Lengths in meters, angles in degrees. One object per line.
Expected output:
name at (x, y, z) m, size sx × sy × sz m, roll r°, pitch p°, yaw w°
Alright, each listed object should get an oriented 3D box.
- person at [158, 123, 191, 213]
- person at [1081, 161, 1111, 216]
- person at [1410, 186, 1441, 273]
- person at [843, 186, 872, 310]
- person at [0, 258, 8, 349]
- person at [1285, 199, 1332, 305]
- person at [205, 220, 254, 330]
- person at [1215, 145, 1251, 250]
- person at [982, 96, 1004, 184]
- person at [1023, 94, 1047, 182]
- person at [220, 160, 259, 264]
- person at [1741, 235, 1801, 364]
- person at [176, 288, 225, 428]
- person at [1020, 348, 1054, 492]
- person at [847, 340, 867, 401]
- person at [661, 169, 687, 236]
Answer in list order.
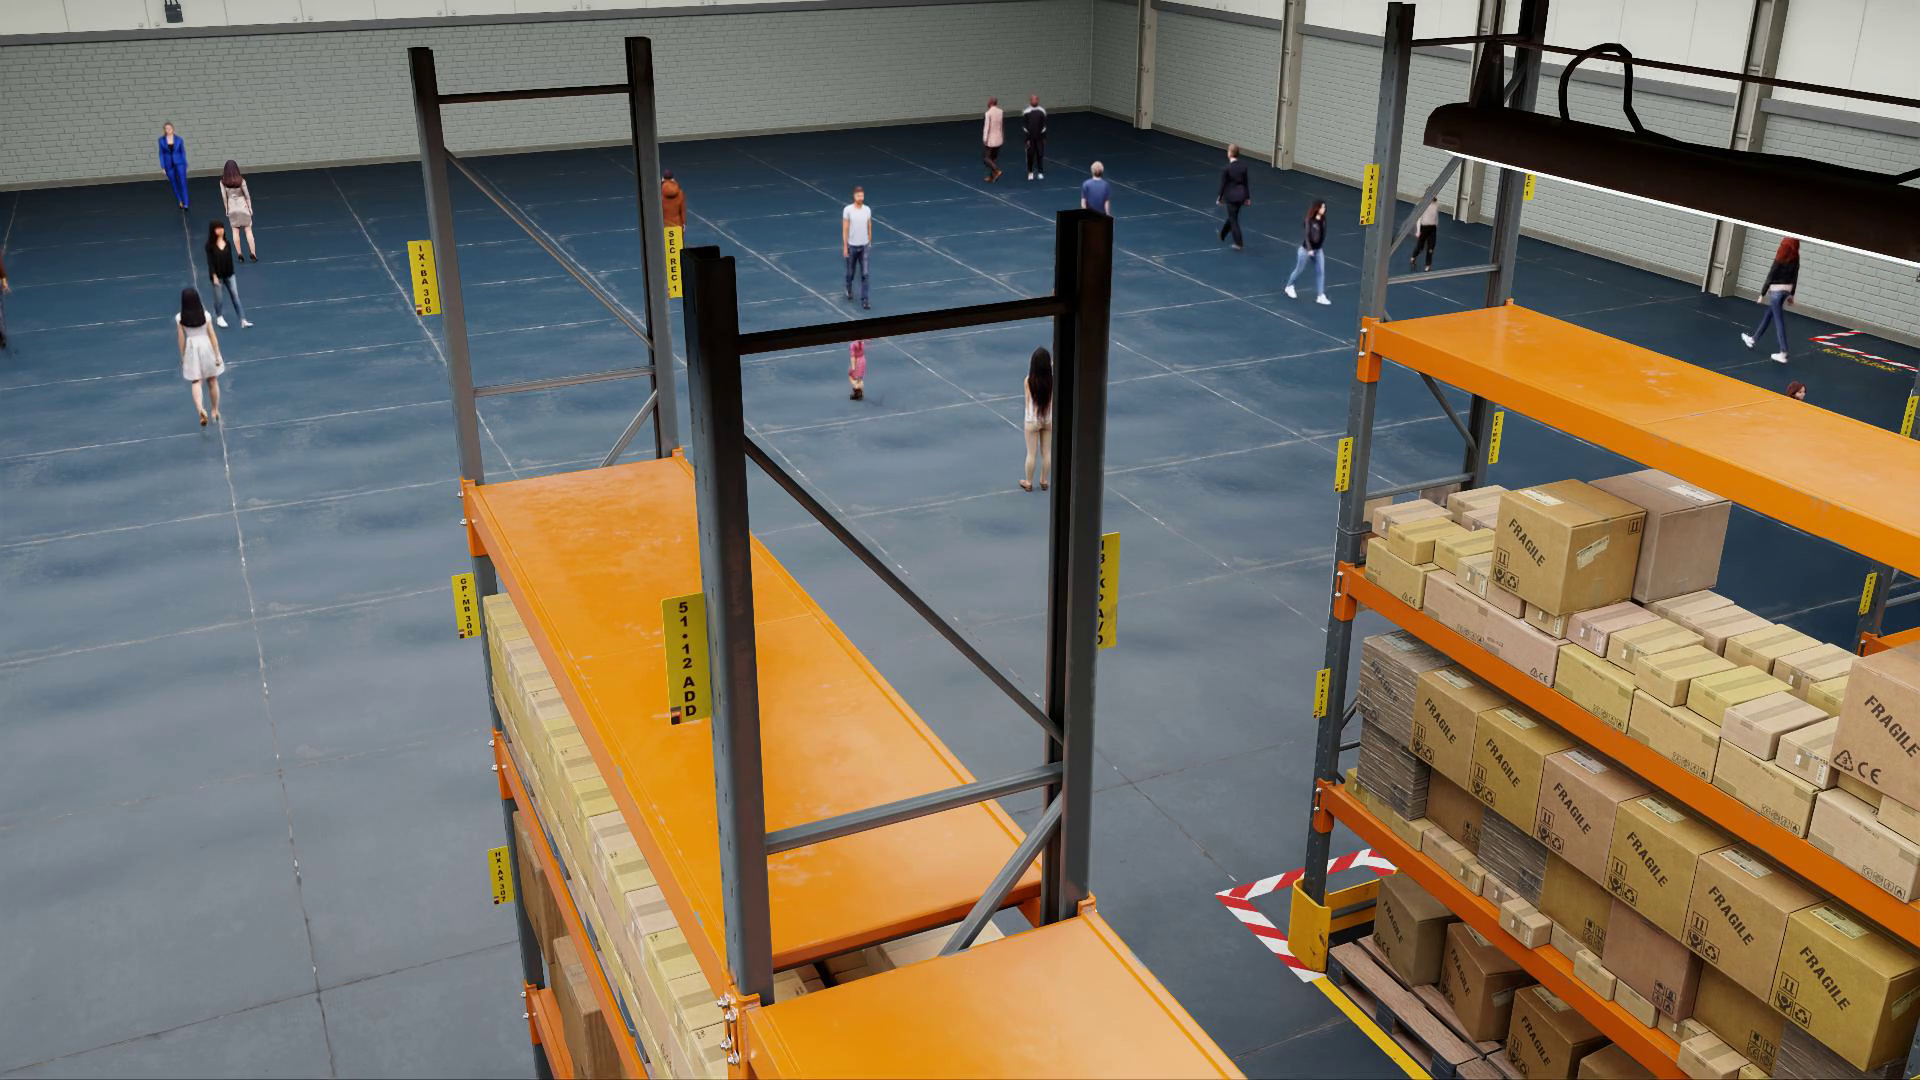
person at (-15.242, -7.222, 32.274) m, size 0.683 × 1.657 × 1.159 m, roll -8°, pitch 24°, yaw -18°
person at (2.244, -5.284, 27.465) m, size 0.751 × 1.853 × 0.780 m, roll -5°, pitch 23°, yaw -11°
person at (7.731, -5.145, 27.634) m, size 0.670 × 1.465 × 0.991 m, roll -6°, pitch 24°, yaw -13°
person at (-1.617, -4.533, 25.716) m, size 0.757 × 1.838 × 1.161 m, roll -6°, pitch 24°, yaw -14°
person at (-13.759, -3.592, 23.593) m, size 0.763 × 1.769 × 0.740 m, roll -19°, pitch 30°, yaw -38°
person at (5.414, -4.499, 25.957) m, size 0.701 × 1.589 × 1.148 m, roll -14°, pitch 27°, yaw -29°
person at (-10.918, -3.889, 24.503) m, size 1.125 × 1.604 × 0.836 m, roll 20°, pitch 30°, yaw 38°
person at (4.863, -5.995, 29.243) m, size 0.704 × 1.770 × 1.151 m, roll -10°, pitch 25°, yaw -23°
person at (0.742, -8.321, 34.689) m, size 0.858 × 1.789 × 0.978 m, roll -21°, pitch 31°, yaw -40°
person at (1.550, -8.502, 35.098) m, size 0.924 × 1.802 × 1.181 m, roll -2°, pitch 23°, yaw -5°
person at (-12.293, -5.600, 28.344) m, size 0.633 × 1.747 × 0.584 m, roll -4°, pitch 23°, yaw -10°
person at (11.361, -3.301, 22.954) m, size 0.728 × 1.734 × 1.215 m, roll -7°, pitch 24°, yaw -16°
person at (-9.273, -2.184, 20.303) m, size 0.697 × 1.753 × 1.041 m, roll -8°, pitch 24°, yaw -17°
person at (0.892, -1.320, 18.398) m, size 0.642 × 1.654 × 0.572 m, roll -10°, pitch 25°, yaw -23°
person at (-1.301, -2.297, 21.514) m, size 0.532 × 1.013 × 0.495 m, roll 15°, pitch 27°, yaw 32°
person at (-4.682, -5.044, 26.982) m, size 0.775 × 1.788 × 1.121 m, roll -13°, pitch 26°, yaw -28°
